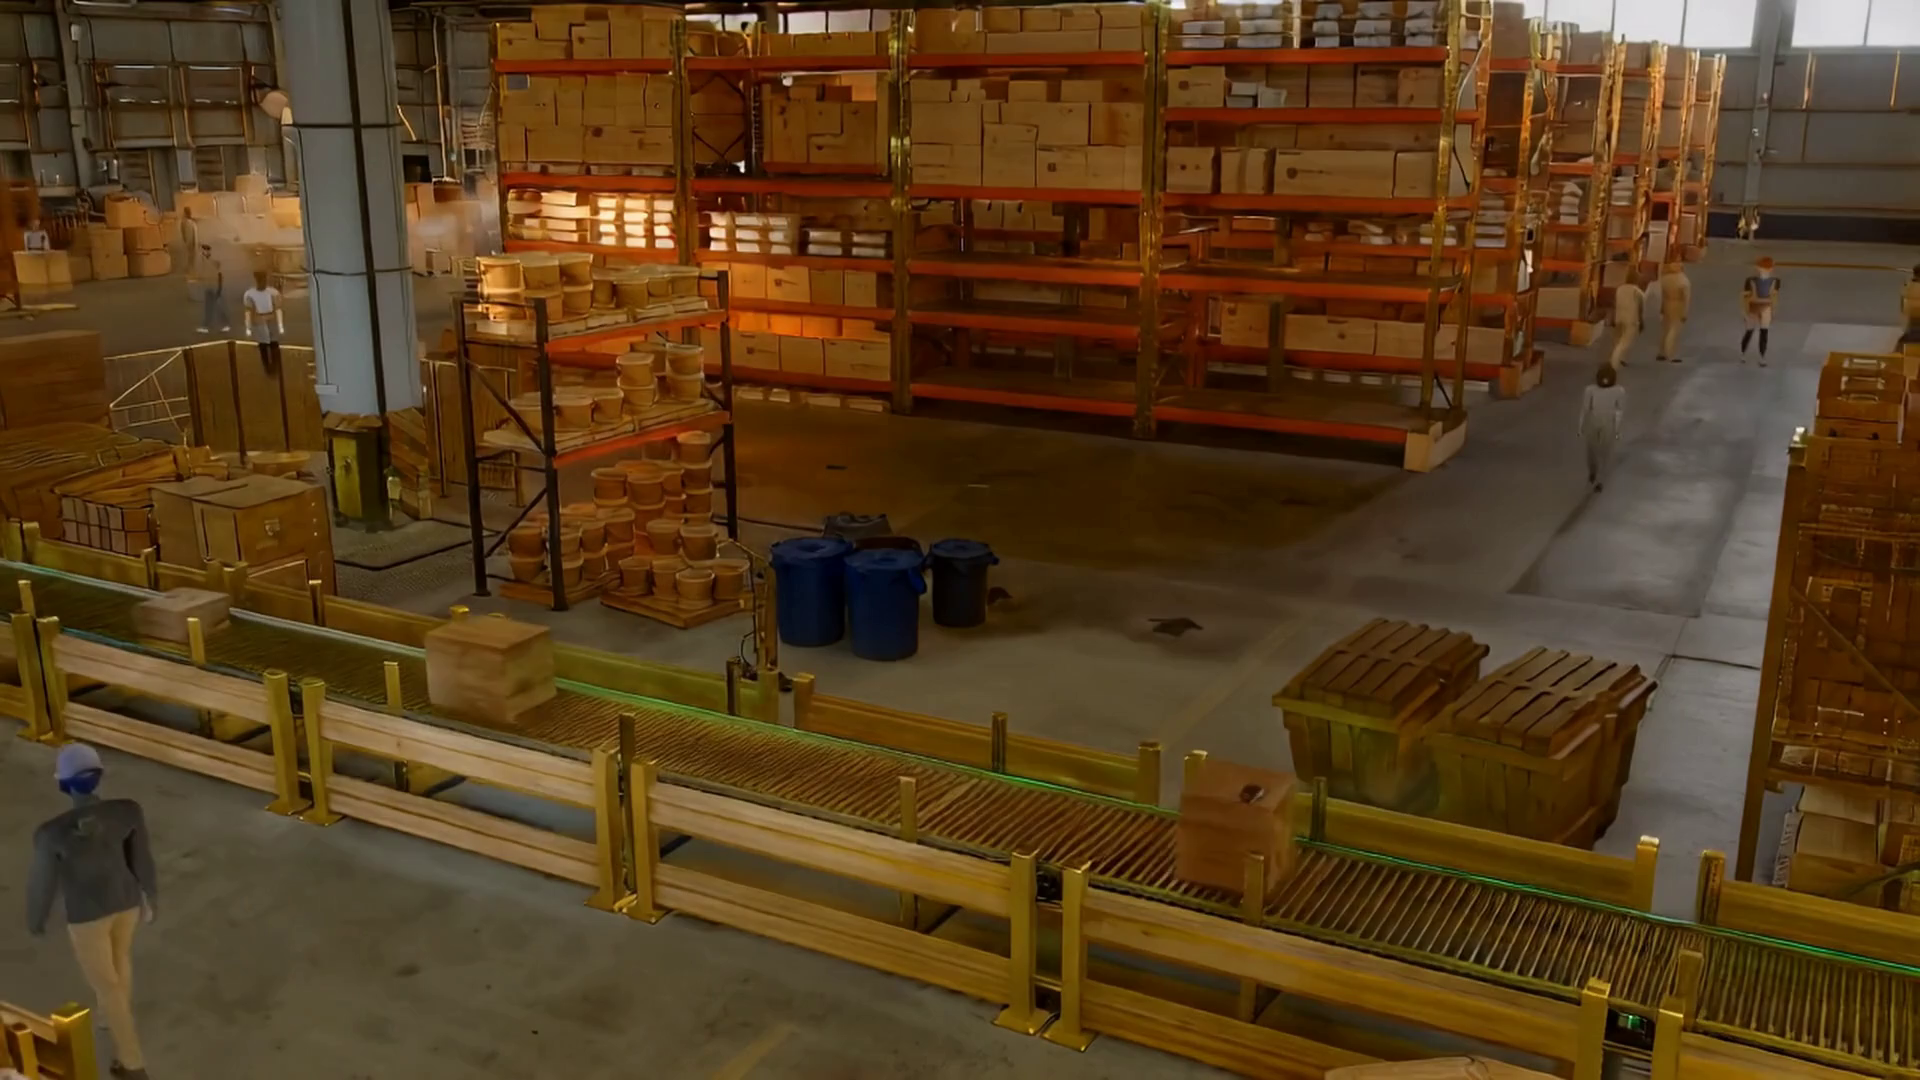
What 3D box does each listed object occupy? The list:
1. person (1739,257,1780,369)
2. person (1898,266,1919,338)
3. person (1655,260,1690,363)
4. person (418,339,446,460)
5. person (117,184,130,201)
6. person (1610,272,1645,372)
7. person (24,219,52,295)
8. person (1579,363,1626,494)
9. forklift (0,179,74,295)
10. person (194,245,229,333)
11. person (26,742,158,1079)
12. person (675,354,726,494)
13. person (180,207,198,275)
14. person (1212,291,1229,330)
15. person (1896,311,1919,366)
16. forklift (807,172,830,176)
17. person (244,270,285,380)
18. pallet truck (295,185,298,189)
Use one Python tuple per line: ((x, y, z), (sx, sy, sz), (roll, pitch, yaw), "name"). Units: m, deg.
((14.705, -4.208, 30.613), (0.607, 2.003, 1.033), (3, 15, 12), "person")
((18.715, -4.566, 32.622), (0.567, 1.651, 0.834), (8, 17, 27), "person")
((13.325, -4.270, 31.035), (0.399, 1.901, 0.648), (-7, 16, -25), "person")
((-7.431, -1.926, 22.667), (0.803, 1.664, 0.547), (5, 16, 18), "person")
((-28.840, -11.335, 57.534), (0.372, 1.930, 0.543), (2, 15, 7), "person")
((11.928, -3.909, 29.879), (0.720, 1.798, 0.646), (-4, 15, -14), "person")
((-23.070, -7.074, 41.601), (0.585, 1.882, 0.343), (-2, 15, -6), "person")
((8.080, -1.438, 20.943), (0.505, 1.610, 0.742), (7, 17, 25), "person")
((-23.520, -7.647, 41.847), (1.873, 2.768, 1.129), (8, 17, 28), "forklift")
((-15.690, -5.243, 34.808), (0.532, 1.825, 0.948), (4, 15, 14), "person")
((-4.383, 1.846, 8.370), (0.854, 1.731, 0.543), (10, 18, 34), "person")
((-3.339, -1.473, 20.733), (0.921, 1.792, 0.605), (7, 17, 26), "person")
((-20.920, -8.062, 45.210), (0.627, 1.941, 0.370), (14, 20, 43), "person")
((5.374, -4.908, 34.014), (0.321, 1.597, 0.617), (-10, 18, -32), "person")
((13.641, -2.386, 24.049), (0.654, 1.842, 1.040), (-8, 17, -27), "person")
((-5.198, -12.865, 61.463), (1.129, 2.768, 1.873), (8, 17, 28), "forklift")
((-12.092, -3.731, 28.943), (0.663, 1.918, 0.834), (-8, 17, -27), "person")
((-26.804, -14.617, 69.738), (1.885, 1.965, 0.823), (-14, 20, -42), "pallet truck")
